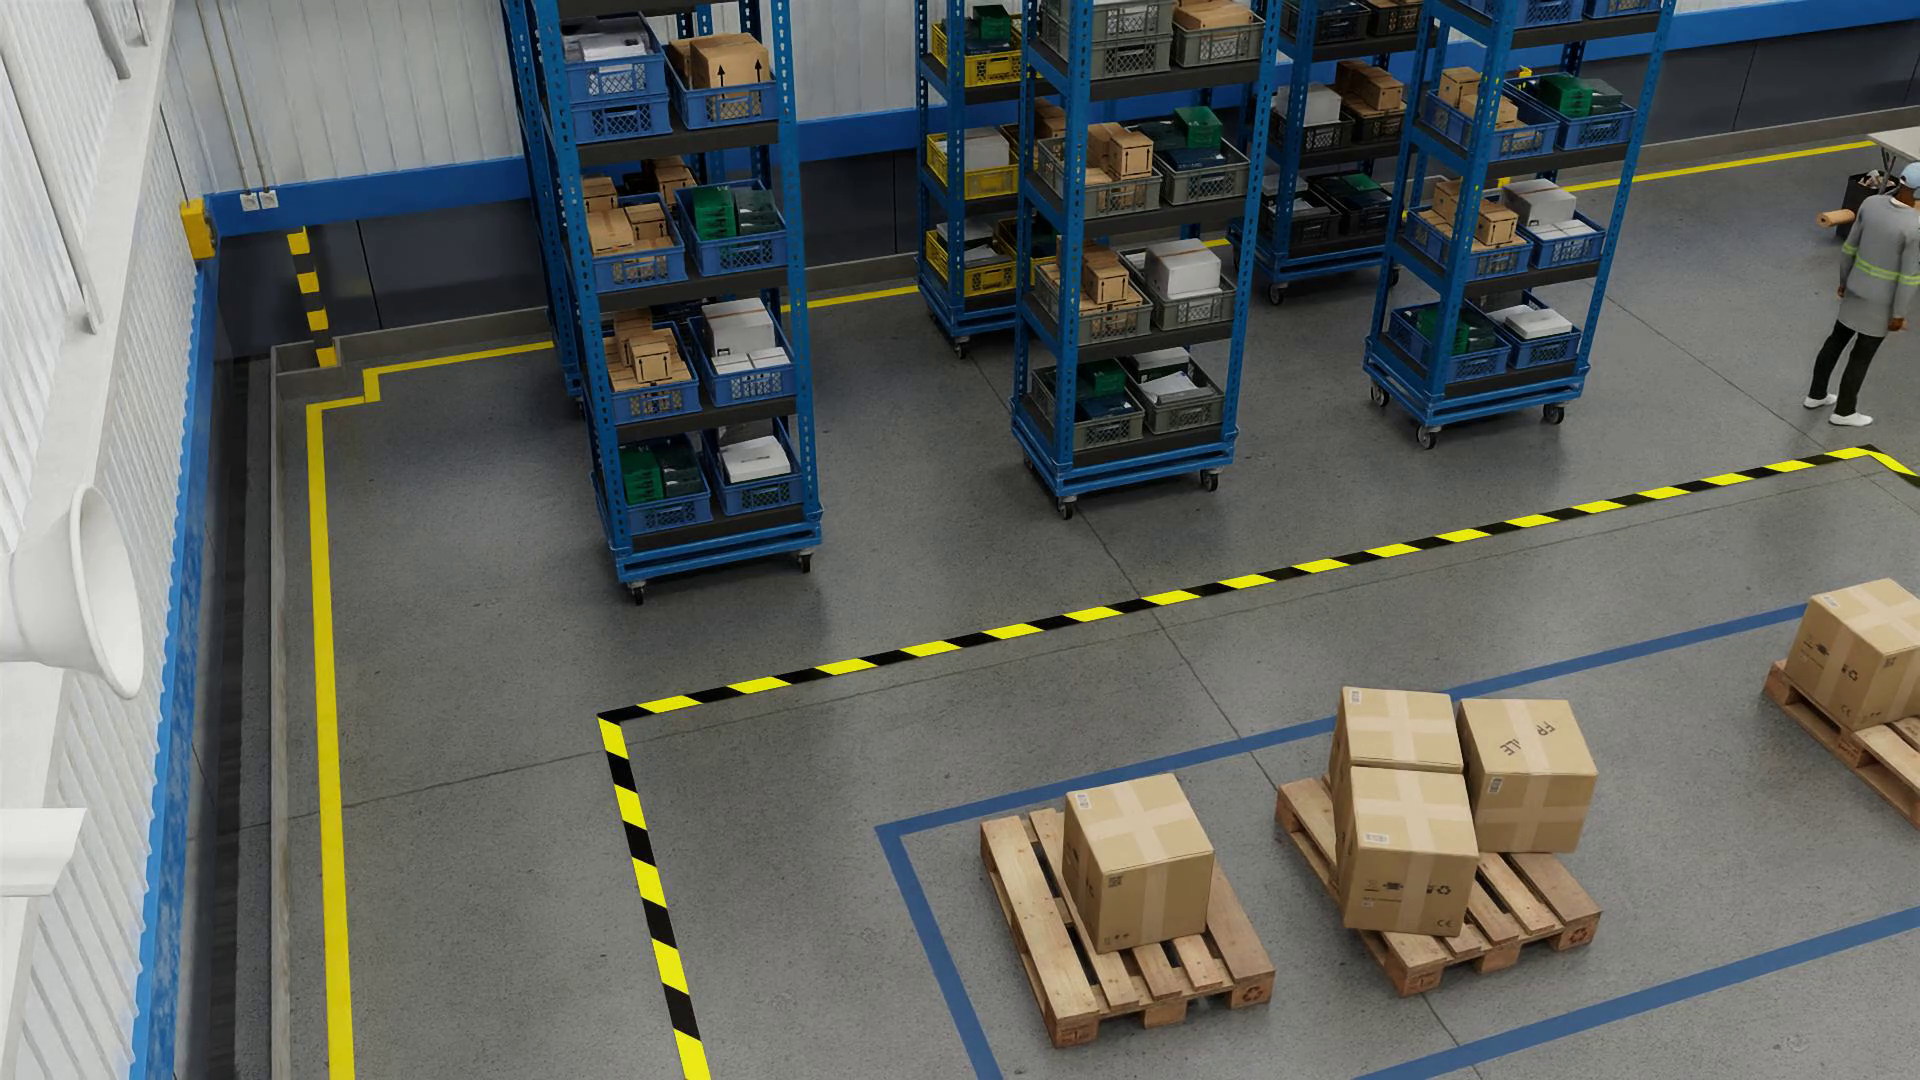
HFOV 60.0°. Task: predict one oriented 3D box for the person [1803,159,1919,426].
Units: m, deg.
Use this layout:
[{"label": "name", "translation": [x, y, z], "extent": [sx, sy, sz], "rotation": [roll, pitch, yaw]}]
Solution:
[{"label": "person", "translation": [6.063, -1.635, 11.000], "extent": [0.400, 1.851, 0.590], "rotation": [-10, 36, -13]}]
